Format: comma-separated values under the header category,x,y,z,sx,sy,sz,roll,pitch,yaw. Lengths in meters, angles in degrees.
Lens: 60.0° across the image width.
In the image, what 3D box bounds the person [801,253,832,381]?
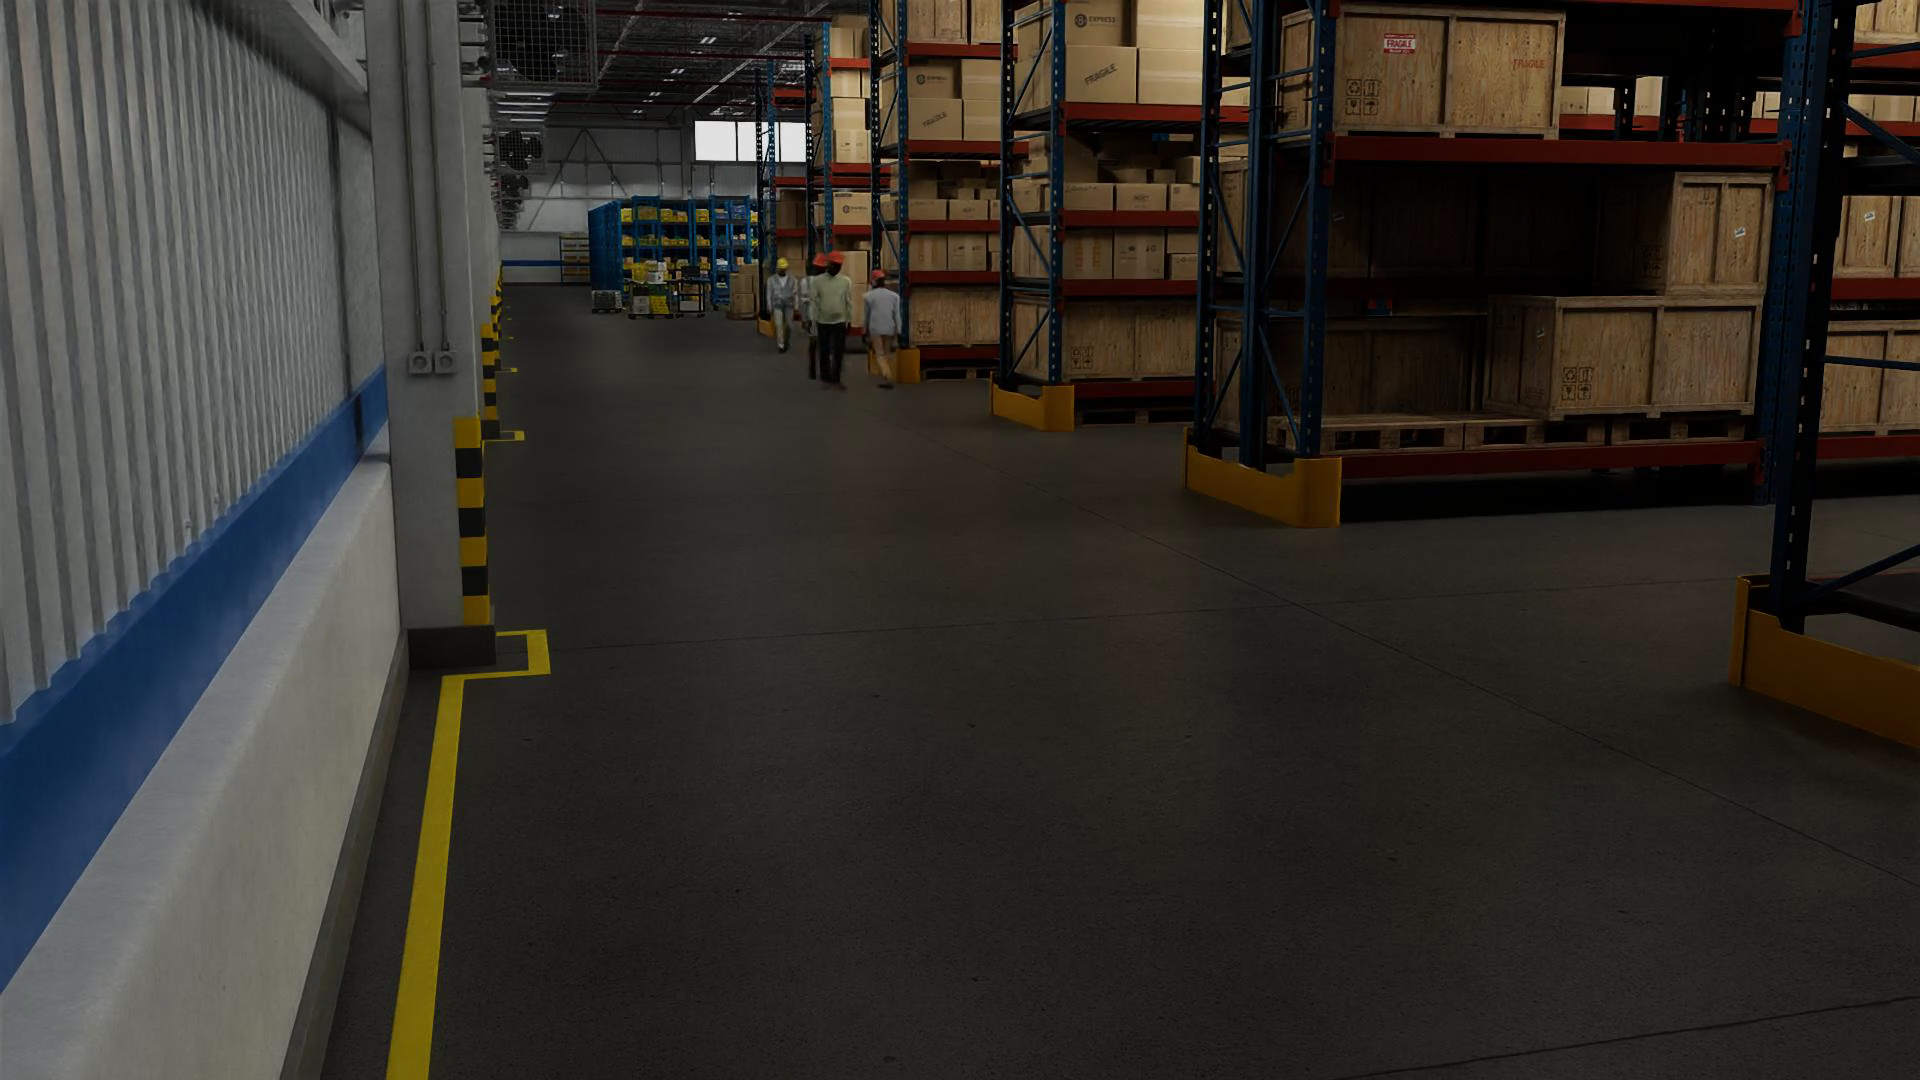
category,x,y,z,sx,sy,sz,roll,pitch,yaw
person,-2.103,-3.356,25.084,0.560,1.919,0.431,-3,10,-15

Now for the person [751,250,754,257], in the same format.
category,x,y,z,sx,sy,sz,roll,pitch,yaw
person,-9.119,-11.897,73.667,0.569,1.844,0.377,-3,10,-14

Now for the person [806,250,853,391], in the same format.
category,x,y,z,sx,sy,sz,roll,pitch,yaw
person,-1.837,-3.073,23.359,0.721,1.962,0.588,-3,10,-17

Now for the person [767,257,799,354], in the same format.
category,x,y,z,sx,sy,sz,roll,pitch,yaw
person,-3.359,-4.445,31.532,0.591,1.823,0.524,-2,10,-12

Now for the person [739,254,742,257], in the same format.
category,x,y,z,sx,sy,sz,roll,pitch,yaw
person,-9.008,-10.997,68.747,0.474,1.785,0.625,-2,10,-12

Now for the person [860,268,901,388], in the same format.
category,x,y,z,sx,sy,sz,roll,pitch,yaw
person,-1.094,-2.972,23.505,0.585,1.720,0.660,-5,11,-24
